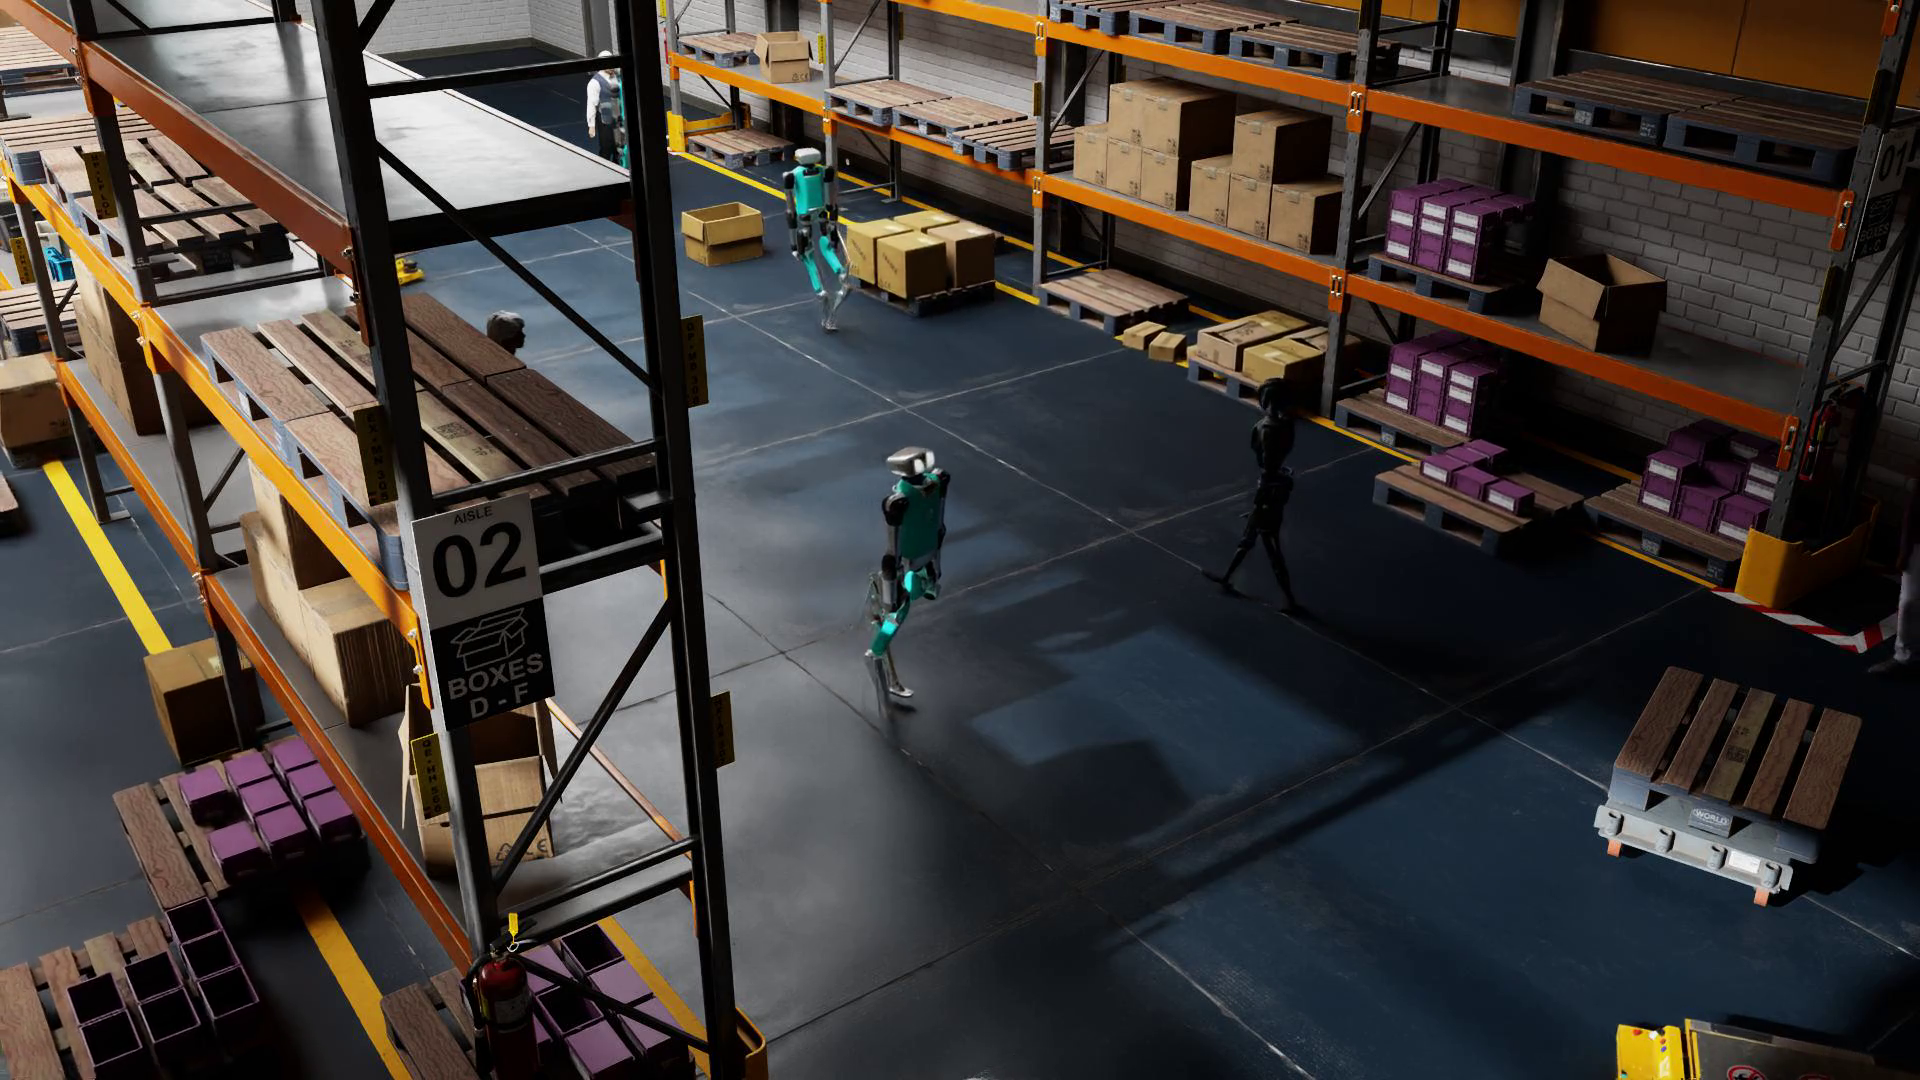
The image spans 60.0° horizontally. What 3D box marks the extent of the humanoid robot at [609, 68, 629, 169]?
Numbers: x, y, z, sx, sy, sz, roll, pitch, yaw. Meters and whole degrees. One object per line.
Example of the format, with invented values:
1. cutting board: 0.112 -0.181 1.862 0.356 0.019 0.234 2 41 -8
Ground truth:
1. humanoid robot: -3.967 -4.811 19.991 0.540 1.843 0.742 -14 30 -26

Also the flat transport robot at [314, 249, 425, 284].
1. flat transport robot: -6.504 -2.923 17.801 1.431 0.231 0.659 15 31 28

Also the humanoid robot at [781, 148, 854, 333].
1. humanoid robot: -1.316 -2.764 15.970 0.538 1.882 0.731 -15 30 -28

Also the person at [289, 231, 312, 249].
1. person: -6.243 -2.569 15.583 0.293 1.627 0.500 12 29 22

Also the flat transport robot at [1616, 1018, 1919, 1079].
1. flat transport robot: 3.592 2.443 7.127 1.431 0.231 0.659 8 28 16

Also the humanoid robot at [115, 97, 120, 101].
1. humanoid robot: -11.007 -5.614 21.577 0.596 1.648 0.319 20 33 34

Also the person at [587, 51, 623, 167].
1. person: -4.320 -5.151 20.575 0.431 1.758 0.750 18 32 32

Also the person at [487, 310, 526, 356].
1. person: -3.108 -0.720 11.662 0.316 1.846 0.525 -8 28 -15

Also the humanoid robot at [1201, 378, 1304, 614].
1. humanoid robot: 2.003 -0.285 11.037 0.761 1.627 0.611 9 28 16

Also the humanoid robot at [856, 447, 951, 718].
1. humanoid robot: -0.446 0.274 9.904 0.745 1.873 0.542 18 32 31

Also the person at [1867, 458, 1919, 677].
1. person: 6.066 0.065 10.044 0.727 1.902 0.425 17 31 30
